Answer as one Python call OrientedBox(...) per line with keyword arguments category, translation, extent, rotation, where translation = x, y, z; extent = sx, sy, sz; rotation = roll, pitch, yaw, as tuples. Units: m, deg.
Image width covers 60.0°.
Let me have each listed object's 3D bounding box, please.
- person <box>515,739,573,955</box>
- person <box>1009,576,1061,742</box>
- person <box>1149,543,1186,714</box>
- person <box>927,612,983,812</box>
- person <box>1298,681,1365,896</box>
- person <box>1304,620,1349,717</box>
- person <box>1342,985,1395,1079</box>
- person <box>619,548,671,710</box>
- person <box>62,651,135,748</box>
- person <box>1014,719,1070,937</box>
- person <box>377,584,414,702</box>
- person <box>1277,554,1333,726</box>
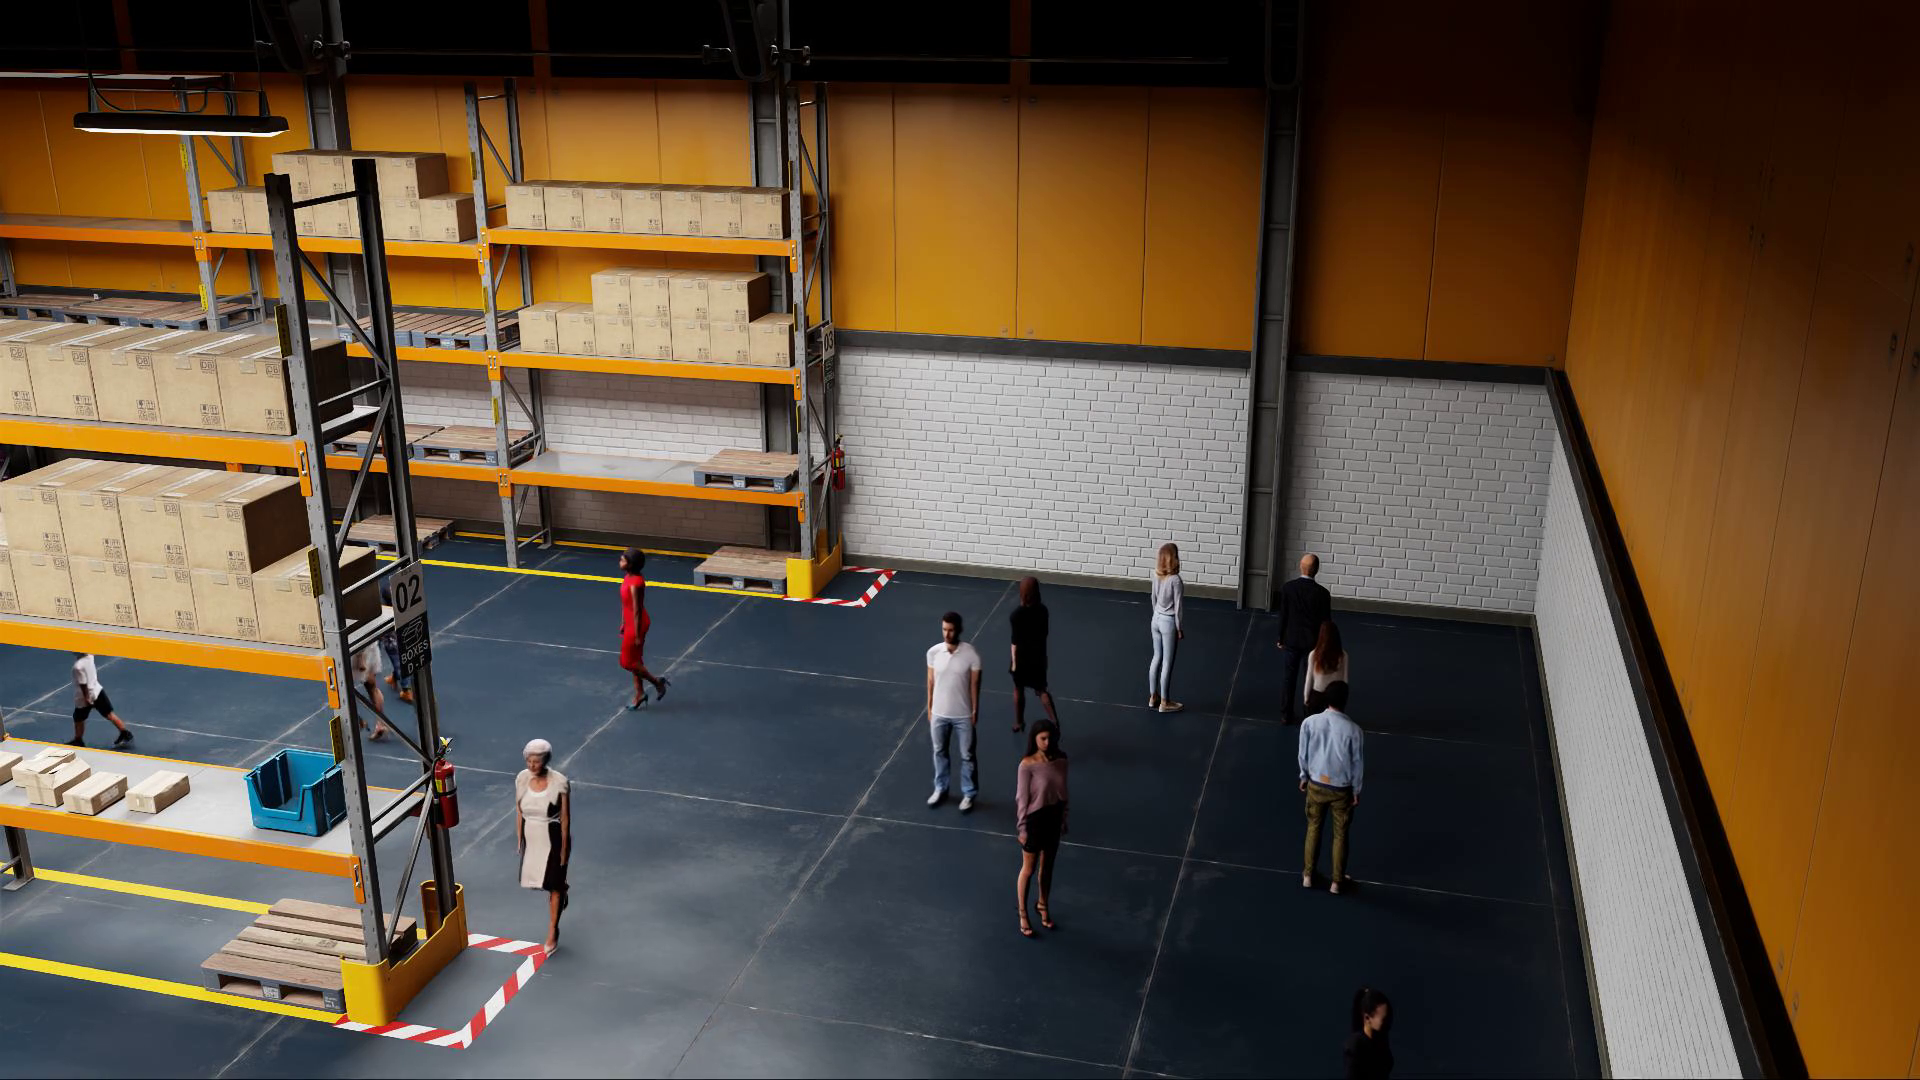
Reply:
OrientedBox(category="person", translation=(-3.130, 2.295, 12.756), extent=(0.763, 1.739, 0.685), rotation=(5, 19, 15))
OrientedBox(category="person", translation=(0.725, 1.203, 16.090), extent=(0.998, 1.680, 1.058), rotation=(-10, 21, -28))
OrientedBox(category="person", translation=(2.093, 0.873, 16.892), extent=(0.721, 1.795, 0.659), rotation=(-11, 21, -29))
OrientedBox(category="person", translation=(-0.052, 1.512, 14.889), extent=(0.534, 1.862, 0.753), rotation=(7, 20, 20))
OrientedBox(category="person", translation=(3.015, 1.998, 13.527), extent=(0.588, 1.809, 0.789), rotation=(10, 21, 27))
OrientedBox(category="person", translation=(3.436, 1.471, 15.604), extent=(0.455, 1.482, 0.630), rotation=(2, 19, 6))
OrientedBox(category="person", translation=(2.337, 3.356, 9.650), extent=(0.629, 1.711, 0.646), rotation=(16, 24, 39))
OrientedBox(category="person", translation=(-3.212, 0.906, 16.887), extent=(0.825, 1.734, 0.741), rotation=(-5, 19, -14))
OrientedBox(category="person", translation=(-8.335, 1.450, 16.042), extent=(0.928, 1.243, 0.625), rotation=(0, 19, 1))
OrientedBox(category="person", translation=(0.625, 2.214, 12.885), extent=(0.693, 1.810, 0.756), rotation=(-10, 21, -28))
OrientedBox(category="person", translation=(-5.808, 1.078, 17.176), extent=(0.904, 1.224, 0.735), rotation=(16, 25, 40))
OrientedBox(category="person", translation=(3.413, 0.995, 16.523), extent=(0.601, 1.799, 0.807), rotation=(10, 21, 27))
